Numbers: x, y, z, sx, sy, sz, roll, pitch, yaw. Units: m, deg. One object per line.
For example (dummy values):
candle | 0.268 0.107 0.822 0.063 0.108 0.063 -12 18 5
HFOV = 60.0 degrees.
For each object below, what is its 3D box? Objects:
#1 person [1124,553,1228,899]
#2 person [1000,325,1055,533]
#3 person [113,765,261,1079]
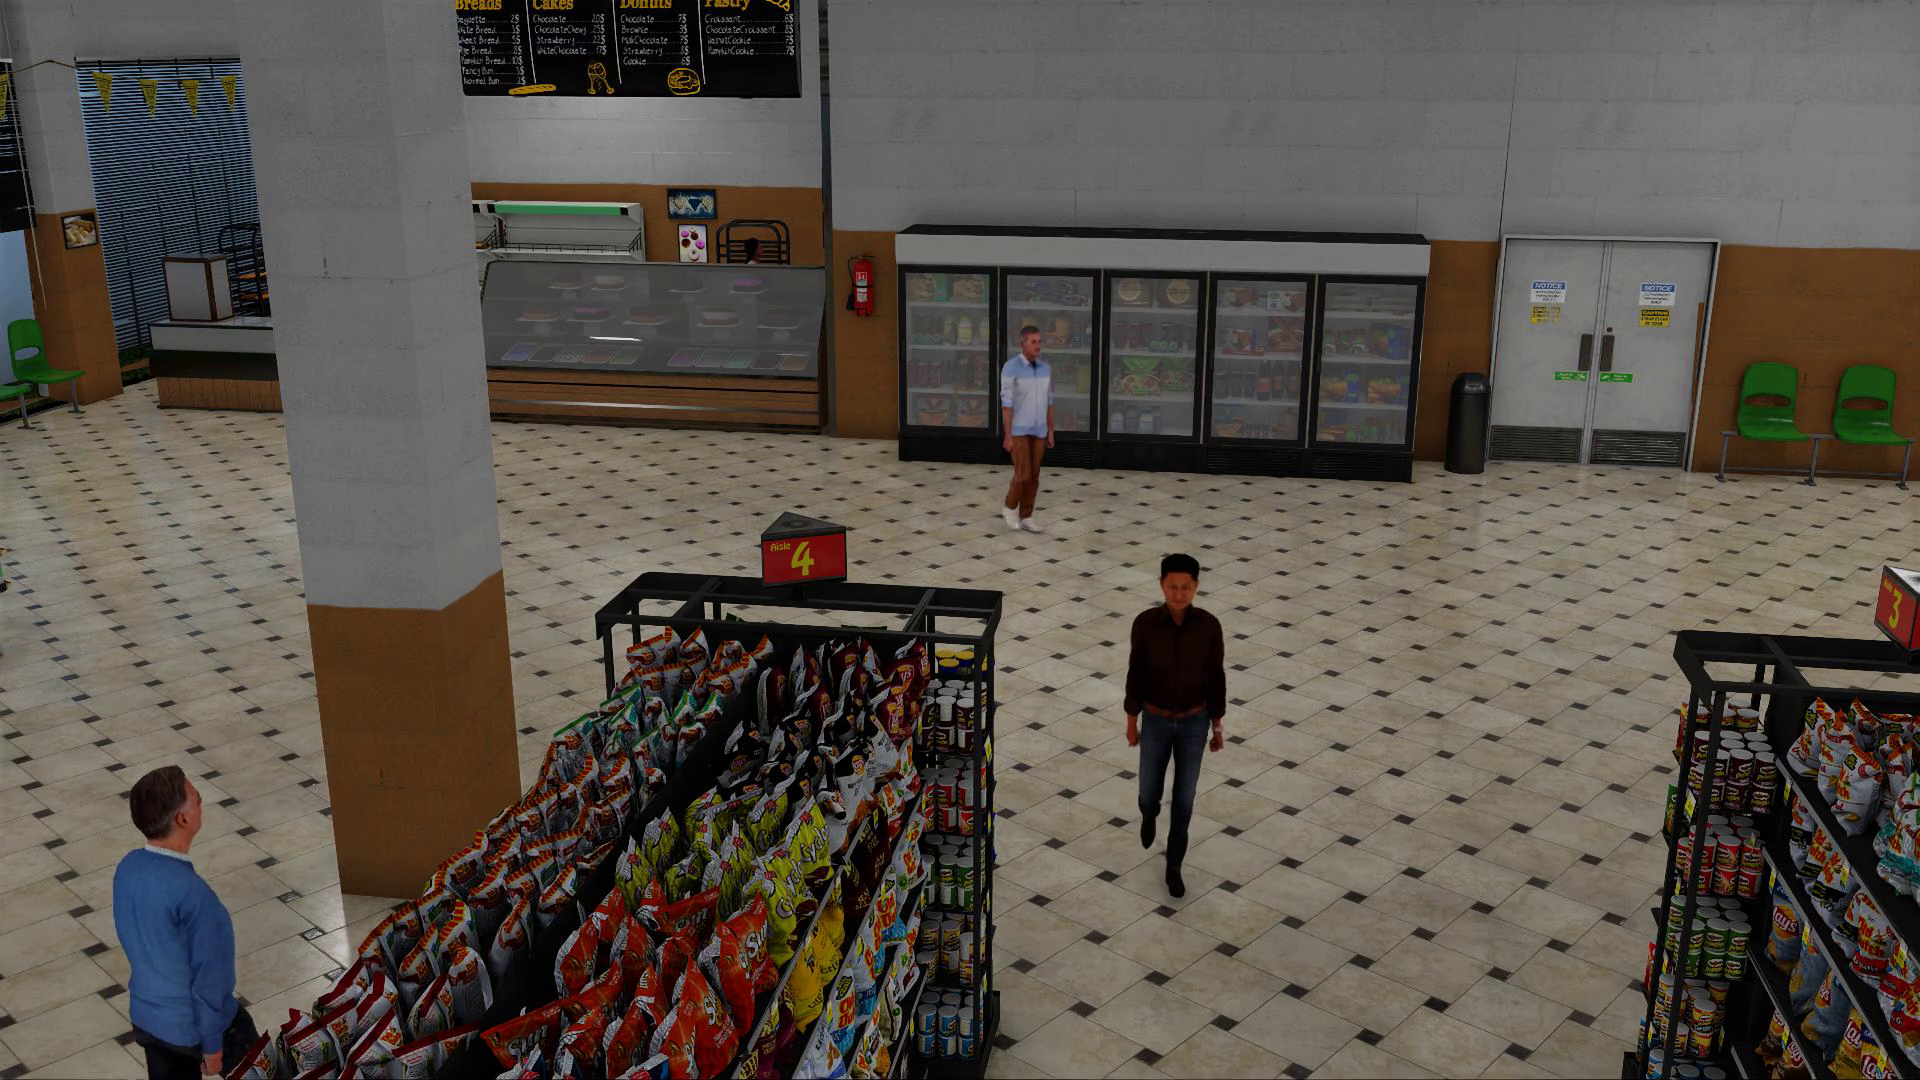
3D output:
person | 1.072 0.889 8.387 0.734 1.769 0.877 0 17 1
person | 0.519 -0.967 14.411 0.806 1.820 0.879 -13 21 -36
person | -2.748 1.670 5.760 0.737 1.802 0.736 8 19 25
